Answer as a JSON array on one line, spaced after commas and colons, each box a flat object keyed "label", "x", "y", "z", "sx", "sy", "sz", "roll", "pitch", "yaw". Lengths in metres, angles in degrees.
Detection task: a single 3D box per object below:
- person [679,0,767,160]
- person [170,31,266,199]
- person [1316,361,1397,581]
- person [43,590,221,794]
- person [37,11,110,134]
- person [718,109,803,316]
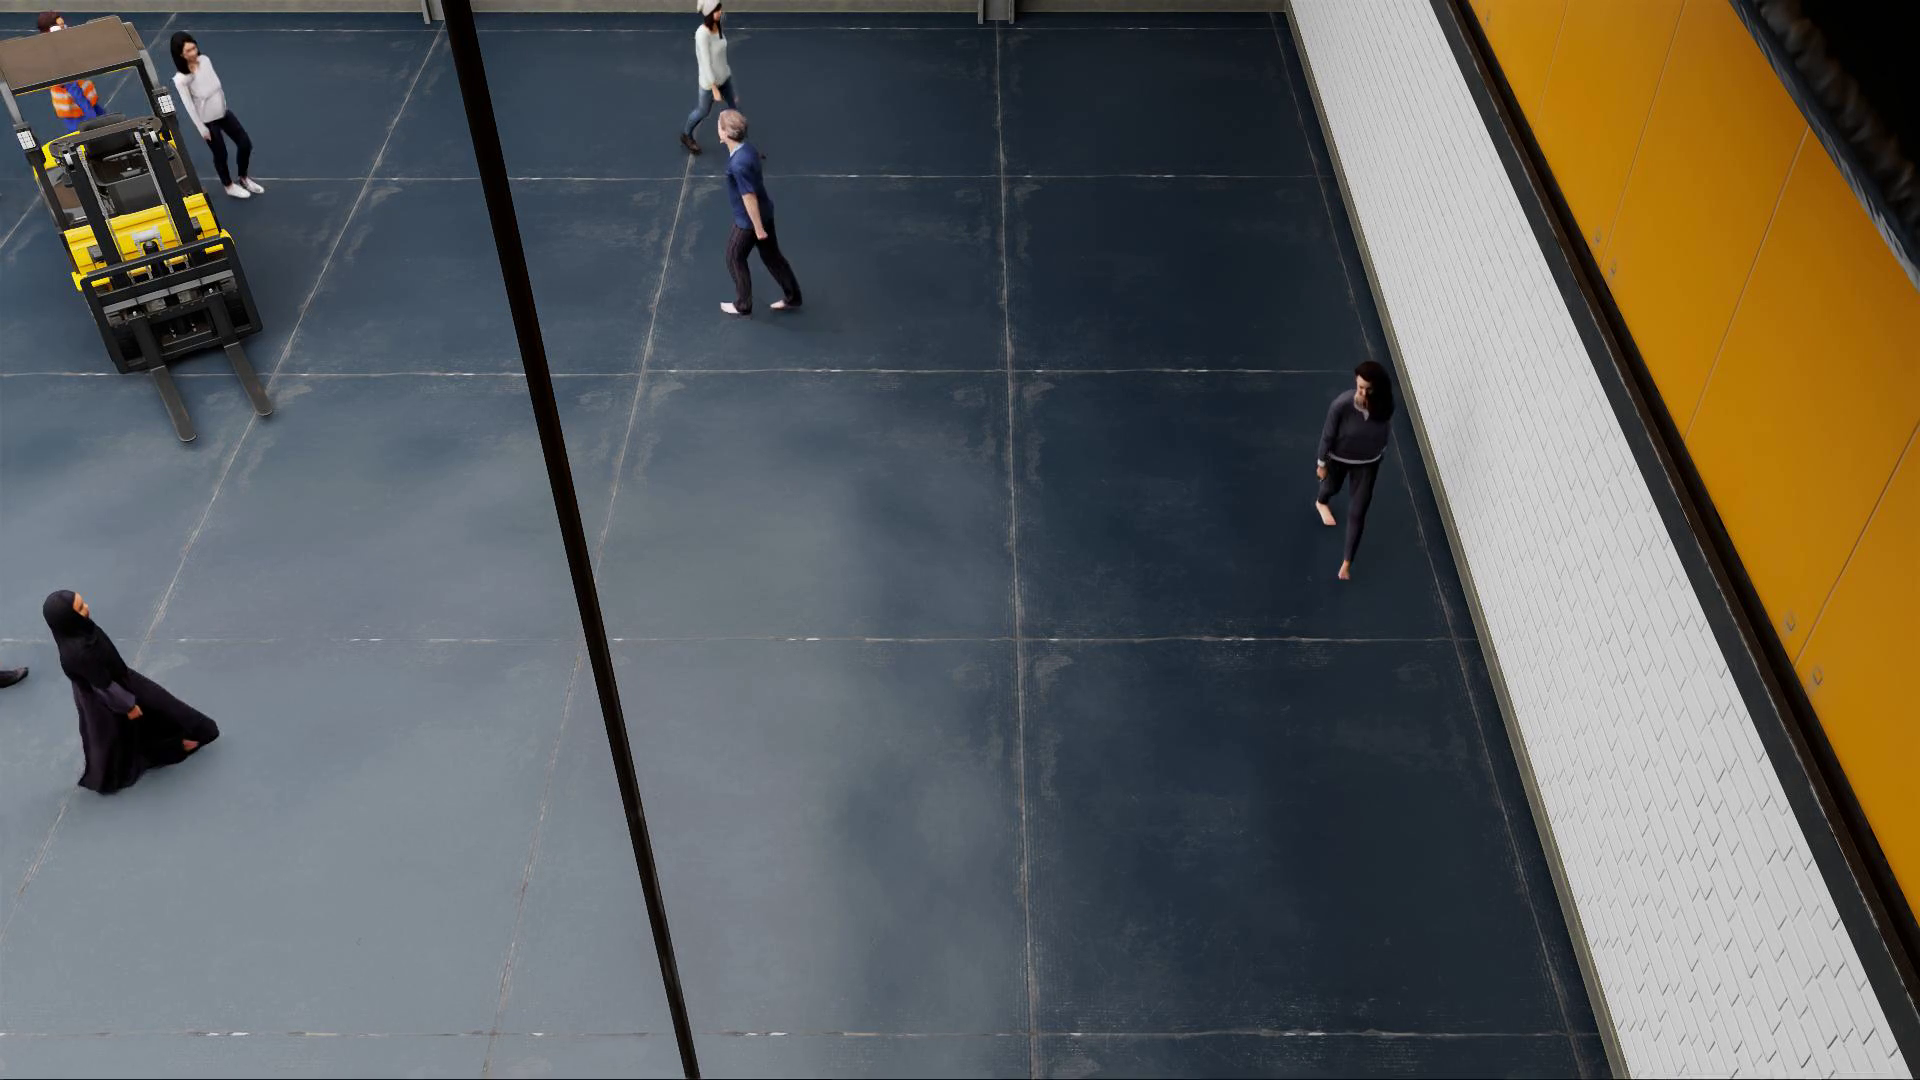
[{"label": "person", "x": -2.359, "y": -4.283, "z": 15.481, "sx": 1.187, "sy": 1.610, "sz": 0.904, "roll": 18, "pitch": 46, "yaw": 18}, {"label": "person", "x": -6.783, "y": -3.792, "z": 14.915, "sx": 0.721, "sy": 1.679, "sz": 0.722, "roll": 13, "pitch": 45, "yaw": 13}, {"label": "person", "x": 2.716, "y": -0.624, "z": 11.569, "sx": 1.040, "sy": 1.707, "sz": 0.708, "roll": -3, "pitch": 44, "yaw": -3}, {"label": "person", "x": -5.240, "y": 0.921, "z": 10.019, "sx": 1.174, "sy": 1.609, "sz": 0.887, "roll": -16, "pitch": 46, "yaw": -16}, {"label": "person", "x": -7.921, "y": -3.798, "z": 14.799, "sx": 0.842, "sy": 1.847, "sz": 0.801, "roll": -11, "pitch": 45, "yaw": -11}, {"label": "person", "x": -1.604, "y": -2.614, "z": 13.574, "sx": 0.918, "sy": 1.823, "sz": 0.706, "roll": -2, "pitch": 44, "yaw": -2}]
